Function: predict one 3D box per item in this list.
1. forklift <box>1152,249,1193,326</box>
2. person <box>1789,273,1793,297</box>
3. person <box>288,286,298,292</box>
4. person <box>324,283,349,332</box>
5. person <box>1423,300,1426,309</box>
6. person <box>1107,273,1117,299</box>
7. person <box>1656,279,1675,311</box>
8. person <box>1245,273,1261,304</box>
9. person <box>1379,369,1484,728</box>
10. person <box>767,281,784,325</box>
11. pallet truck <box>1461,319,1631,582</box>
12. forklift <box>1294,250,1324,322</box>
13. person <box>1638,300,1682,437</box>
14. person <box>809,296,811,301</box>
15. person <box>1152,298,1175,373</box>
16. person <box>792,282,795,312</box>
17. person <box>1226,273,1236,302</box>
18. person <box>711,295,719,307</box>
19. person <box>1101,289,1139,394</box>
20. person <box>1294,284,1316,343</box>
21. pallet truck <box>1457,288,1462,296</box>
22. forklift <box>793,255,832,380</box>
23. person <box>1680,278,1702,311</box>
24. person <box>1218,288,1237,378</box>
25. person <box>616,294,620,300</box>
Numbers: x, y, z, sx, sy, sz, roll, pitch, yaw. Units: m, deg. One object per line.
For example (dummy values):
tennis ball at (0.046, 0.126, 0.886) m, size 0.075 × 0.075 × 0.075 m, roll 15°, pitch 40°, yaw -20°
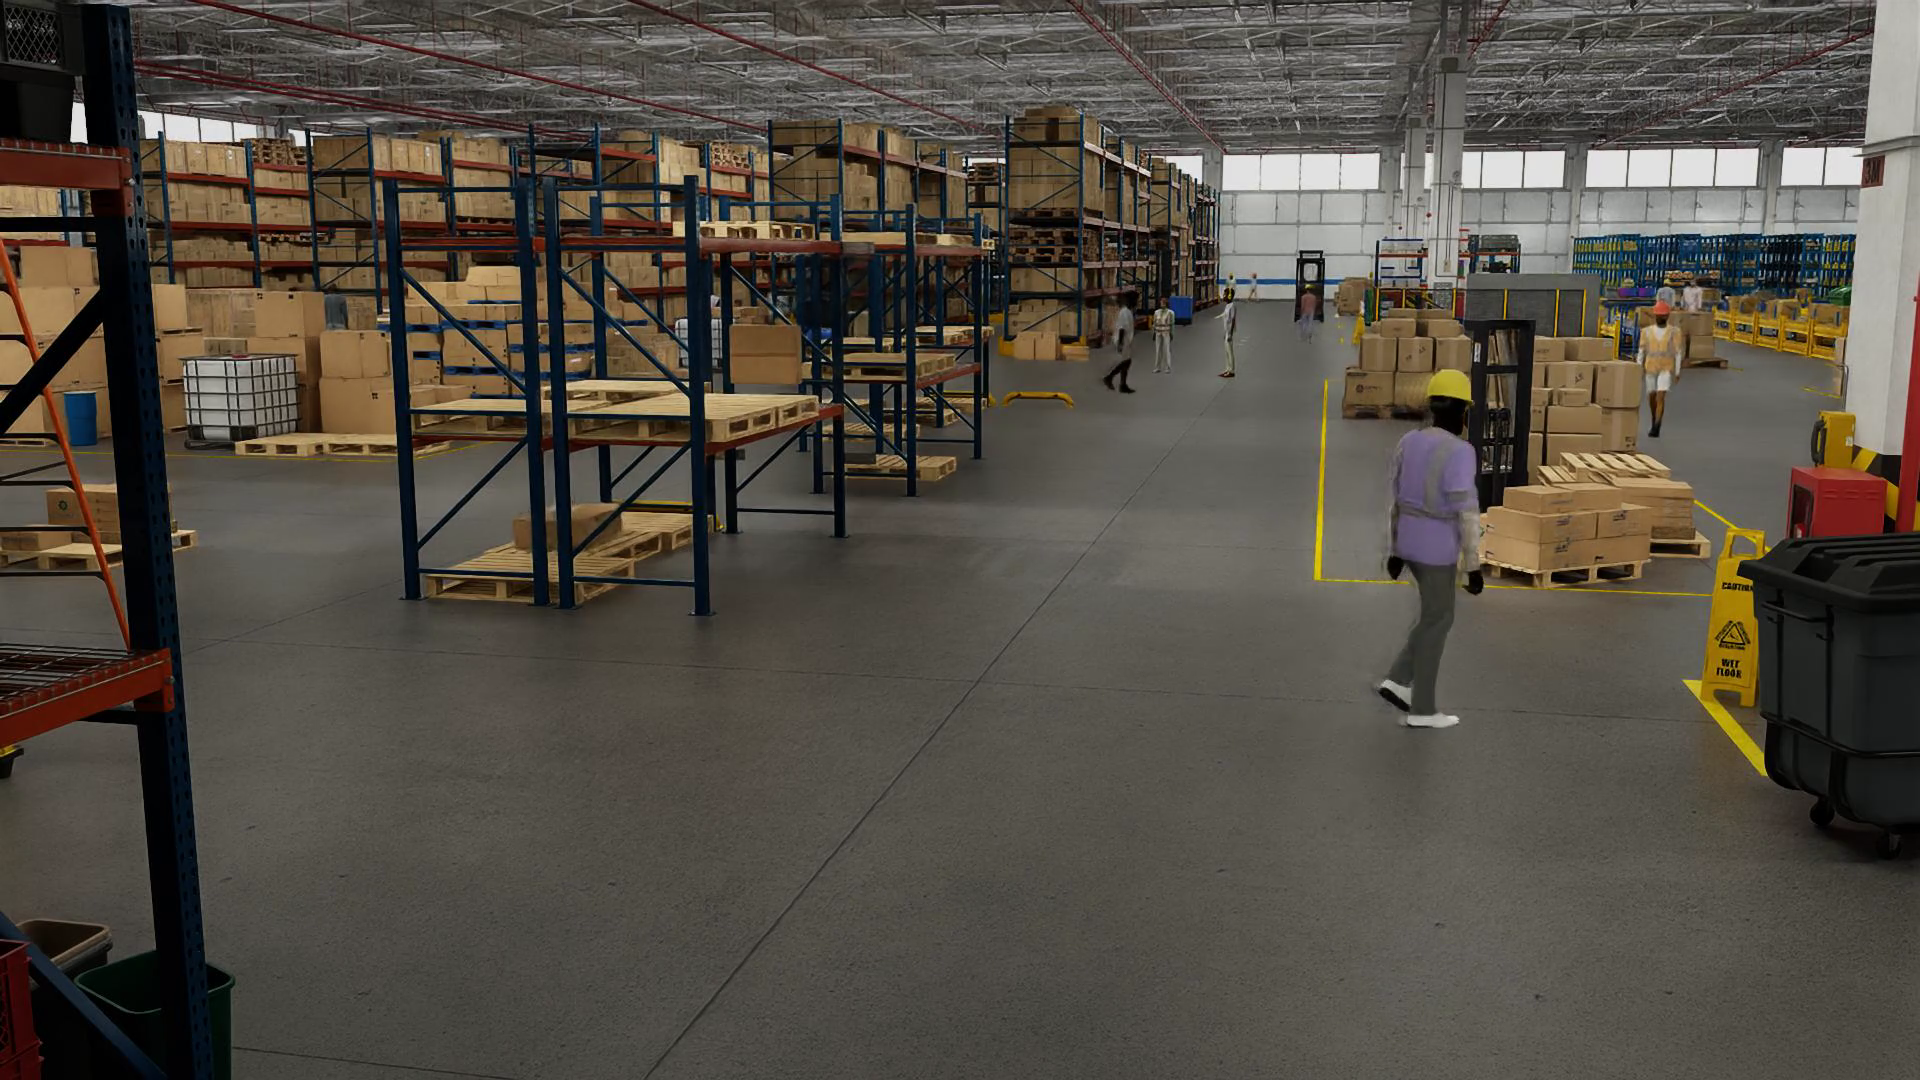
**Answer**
forklift at (7.646, -9.320, 61.395) m, size 1.873 × 2.768 × 1.129 m, roll 2°, pitch 10°, yaw 11°
person at (39.857, -11.876, 79.630) m, size 0.602 × 1.830 × 0.404 m, roll -4°, pitch 10°, yaw -21°
person at (-16.289, -5.285, 40.645) m, size 0.654 × 1.816 × 0.727 m, roll 2°, pitch 10°, yaw 14°
person at (-14.450, -4.970, 38.425) m, size 0.635 × 1.936 × 0.351 m, roll -2°, pitch 10°, yaw -9°
person at (15.808, -7.803, 56.133) m, size 0.287 × 1.627 × 0.497 m, roll -6°, pitch 11°, yaw -33°
person at (5.297, -8.478, 58.965) m, size 0.773 × 2.019 × 0.613 m, roll 3°, pitch 10°, yaw 15°
person at (24.589, -8.185, 57.964) m, size 0.610 × 1.777 × 0.891 m, roll 6°, pitch 11°, yaw 30°
person at (16.379, -14.079, 93.049) m, size 0.886 × 1.711 × 0.577 m, roll 7°, pitch 12°, yaw 35°
person at (2.518, 0.055, 8.777) m, size 0.422 × 1.900 × 0.606 m, roll -2°, pitch 10°, yaw -14°
person at (-5.292, -6.541, 47.887) m, size 0.559 × 1.901 × 0.977 m, roll 3°, pitch 10°, yaw 19°
pallet truck at (4.543, -0.757, 13.299) m, size 0.823 × 1.965 × 1.885 m, roll -4°, pitch 10°, yaw -22°
forklift at (13.778, -10.002, 65.433) m, size 1.129 × 2.768 × 1.873 m, roll 2°, pitch 10°, yaw 12°
person at (9.850, -2.420, 23.416) m, size 0.555 × 1.905 × 0.917 m, roll 7°, pitch 12°, yaw 34°
person at (-5.581, -9.148, 64.091) m, size 0.494 × 1.624 × 0.280 m, roll -1°, pitch 10°, yaw -5°
person at (4.442, -4.468, 36.336) m, size 0.522 × 1.639 × 0.309 m, roll 6°, pitch 11°, yaw 32°
person at (-6.111, -8.705, 61.322) m, size 0.825 × 1.660 × 0.553 m, roll 3°, pitch 10°, yaw 15°
person at (14.237, -13.132, 87.330) m, size 0.552 × 1.729 × 0.826 m, roll 2°, pitch 10°, yaw 9°
person at (-6.117, -5.258, 40.252) m, size 0.604 × 1.906 × 0.406 m, roll -1°, pitch 10°, yaw -5°
person at (3.005, -3.645, 30.611) m, size 0.592 × 1.934 × 0.613 m, roll 2°, pitch 10°, yaw 13°
person at (10.322, -6.769, 49.663) m, size 0.540 × 1.730 × 0.786 m, roll -4°, pitch 10°, yaw -22°
pallet truck at (20.506, -9.785, 68.819) m, size 0.653 × 1.274 × 1.630 m, roll 2°, pitch 10°, yaw 12°
forklift at (-2.859, -4.568, 33.258) m, size 1.129 × 2.768 × 1.873 m, roll 2°, pitch 10°, yaw 12°
person at (24.563, -7.860, 55.777) m, size 0.868 × 1.862 × 0.632 m, roll -6°, pitch 11°, yaw -30°
person at (5.629, -4.340, 34.897) m, size 0.329 × 1.872 × 0.508 m, roll 0°, pitch 10°, yaw -2°
person at (-8.450, -5.245, 40.963) m, size 0.522 × 1.632 × 0.317 m, roll 1°, pitch 10°, yaw 3°
